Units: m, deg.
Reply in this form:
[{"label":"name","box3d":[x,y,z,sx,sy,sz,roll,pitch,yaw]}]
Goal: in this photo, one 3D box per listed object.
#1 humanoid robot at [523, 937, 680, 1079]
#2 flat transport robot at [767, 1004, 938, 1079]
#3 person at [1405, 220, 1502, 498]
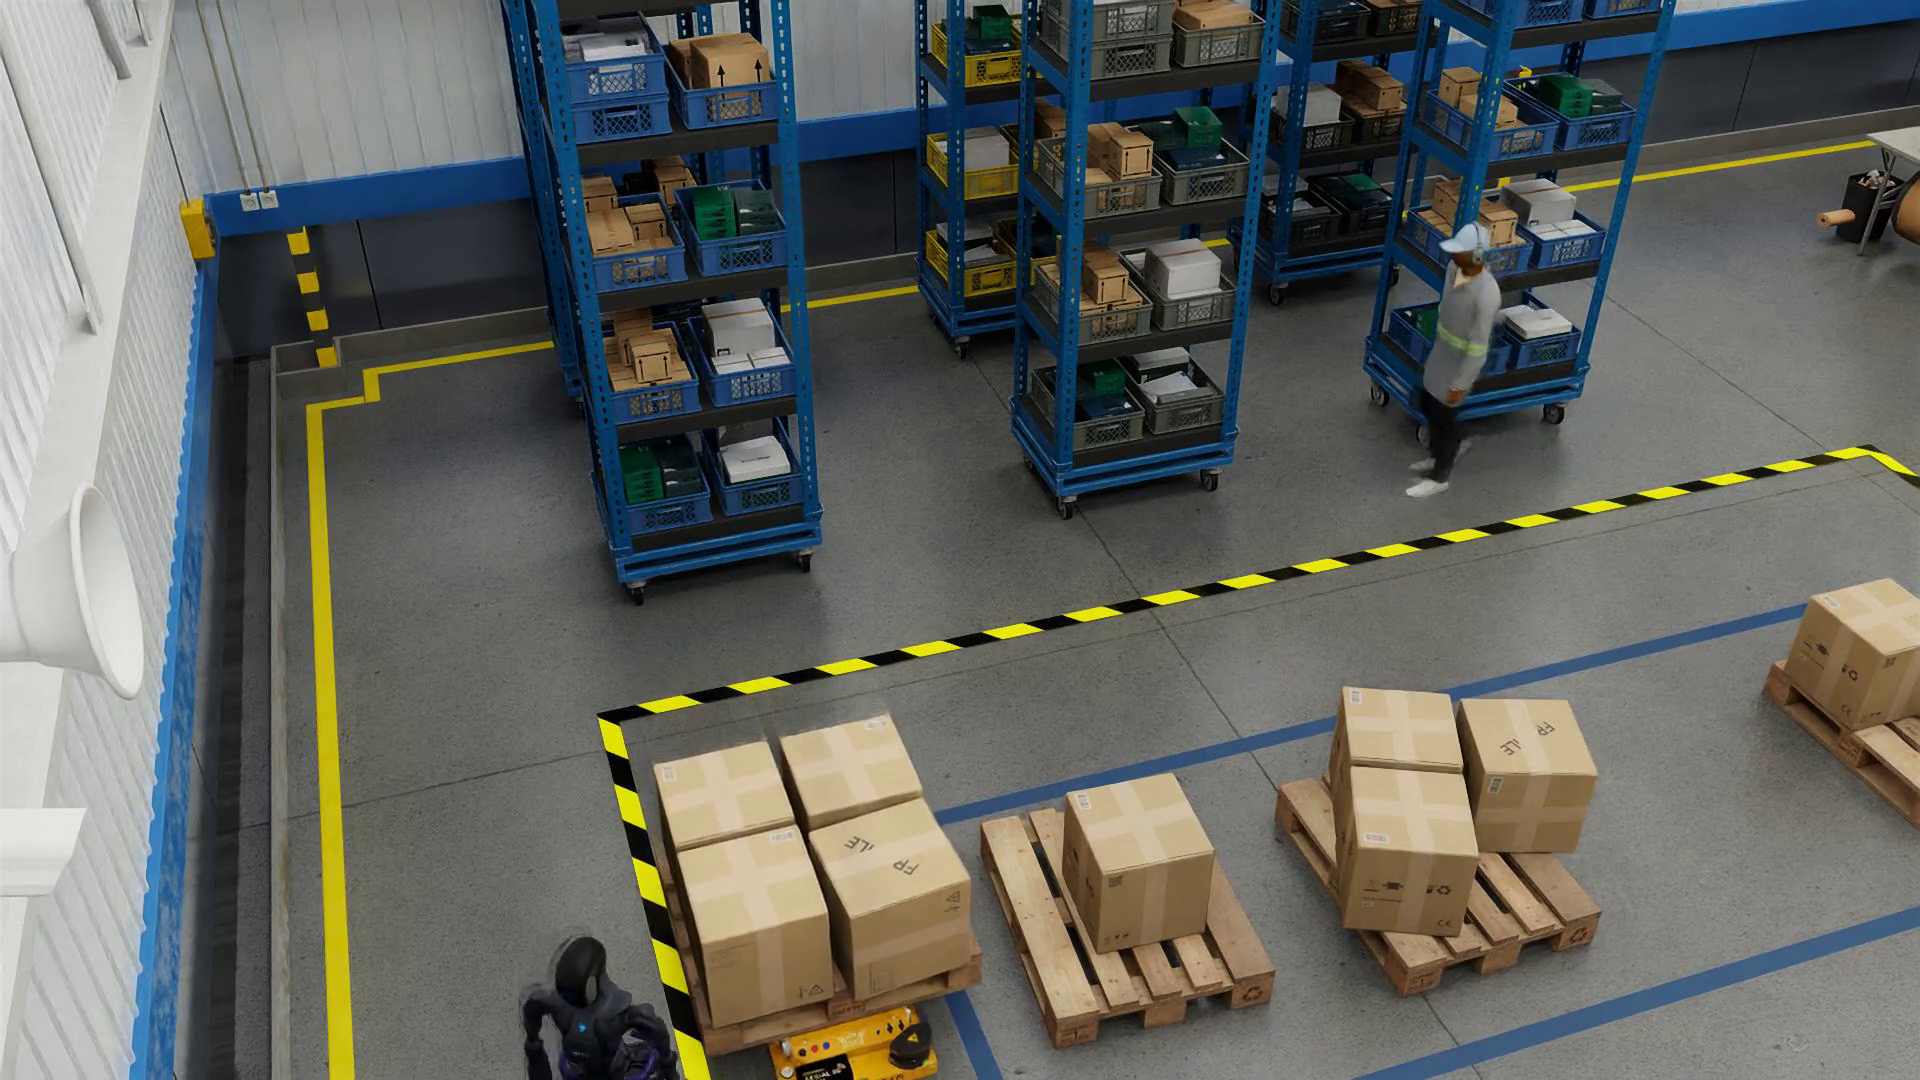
[{"label":"humanoid robot","box3d":[-1.291,1.976,6.043,0.647,1.638,0.394,4,35,5]},{"label":"flat transport robot","box3d":[-0.628,1.844,7.417,0.652,0.197,1.431,-11,37,-15]},{"label":"person","box3d":[3.029,-1.107,10.259,0.397,1.854,0.600,-6,36,-8]}]
